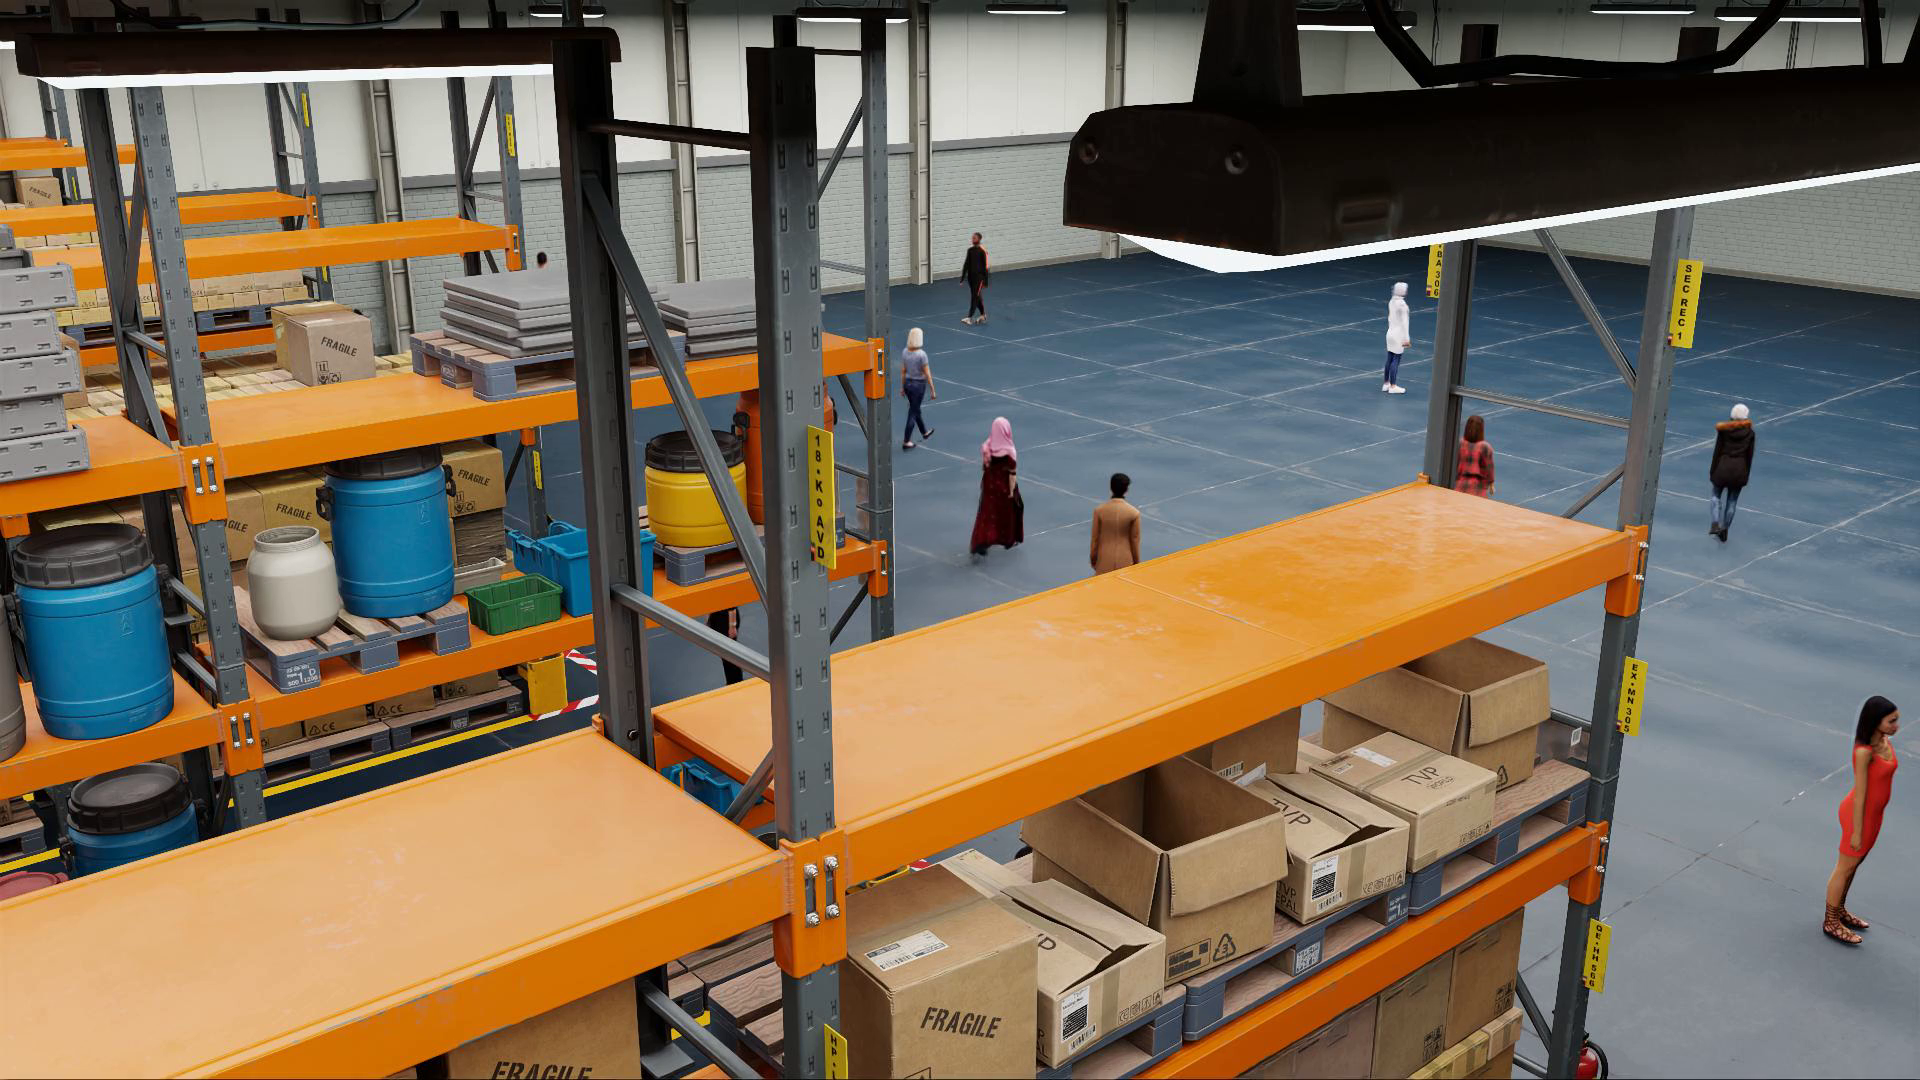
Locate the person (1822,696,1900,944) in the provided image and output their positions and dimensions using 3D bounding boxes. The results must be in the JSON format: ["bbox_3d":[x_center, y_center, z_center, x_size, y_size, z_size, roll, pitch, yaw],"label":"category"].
[{"bbox_3d":[6.067,1.858,11.193,0.686,1.719,0.504,15,23,38],"label":"person"}]

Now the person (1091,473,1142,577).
[{"bbox_3d":[1.526,0.199,16.299,0.781,1.711,0.818,4,18,11],"label":"person"}]

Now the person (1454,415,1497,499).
[{"bbox_3d":[5.725,-0.569,18.680,0.652,1.698,0.627,16,24,41],"label":"person"}]

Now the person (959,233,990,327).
[{"bbox_3d":[0.380,-5.078,32.413,0.755,1.767,1.159,16,24,40],"label":"person"}]

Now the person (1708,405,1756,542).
[{"bbox_3d":[9.000,-0.767,19.403,0.723,1.627,0.757,6,19,17],"label":"person"}]

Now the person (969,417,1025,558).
[{"bbox_3d":[0.397,-0.576,18.850,0.884,1.606,1.121,9,20,26],"label":"person"}]

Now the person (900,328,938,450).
[{"bbox_3d":[-0.693,-2.100,23.394,0.731,1.690,1.055,15,23,38],"label":"person"}]

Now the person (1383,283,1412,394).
[{"bbox_3d":[7.027,-3.265,26.833,0.676,1.775,0.687,-5,19,-14],"label":"person"}]
